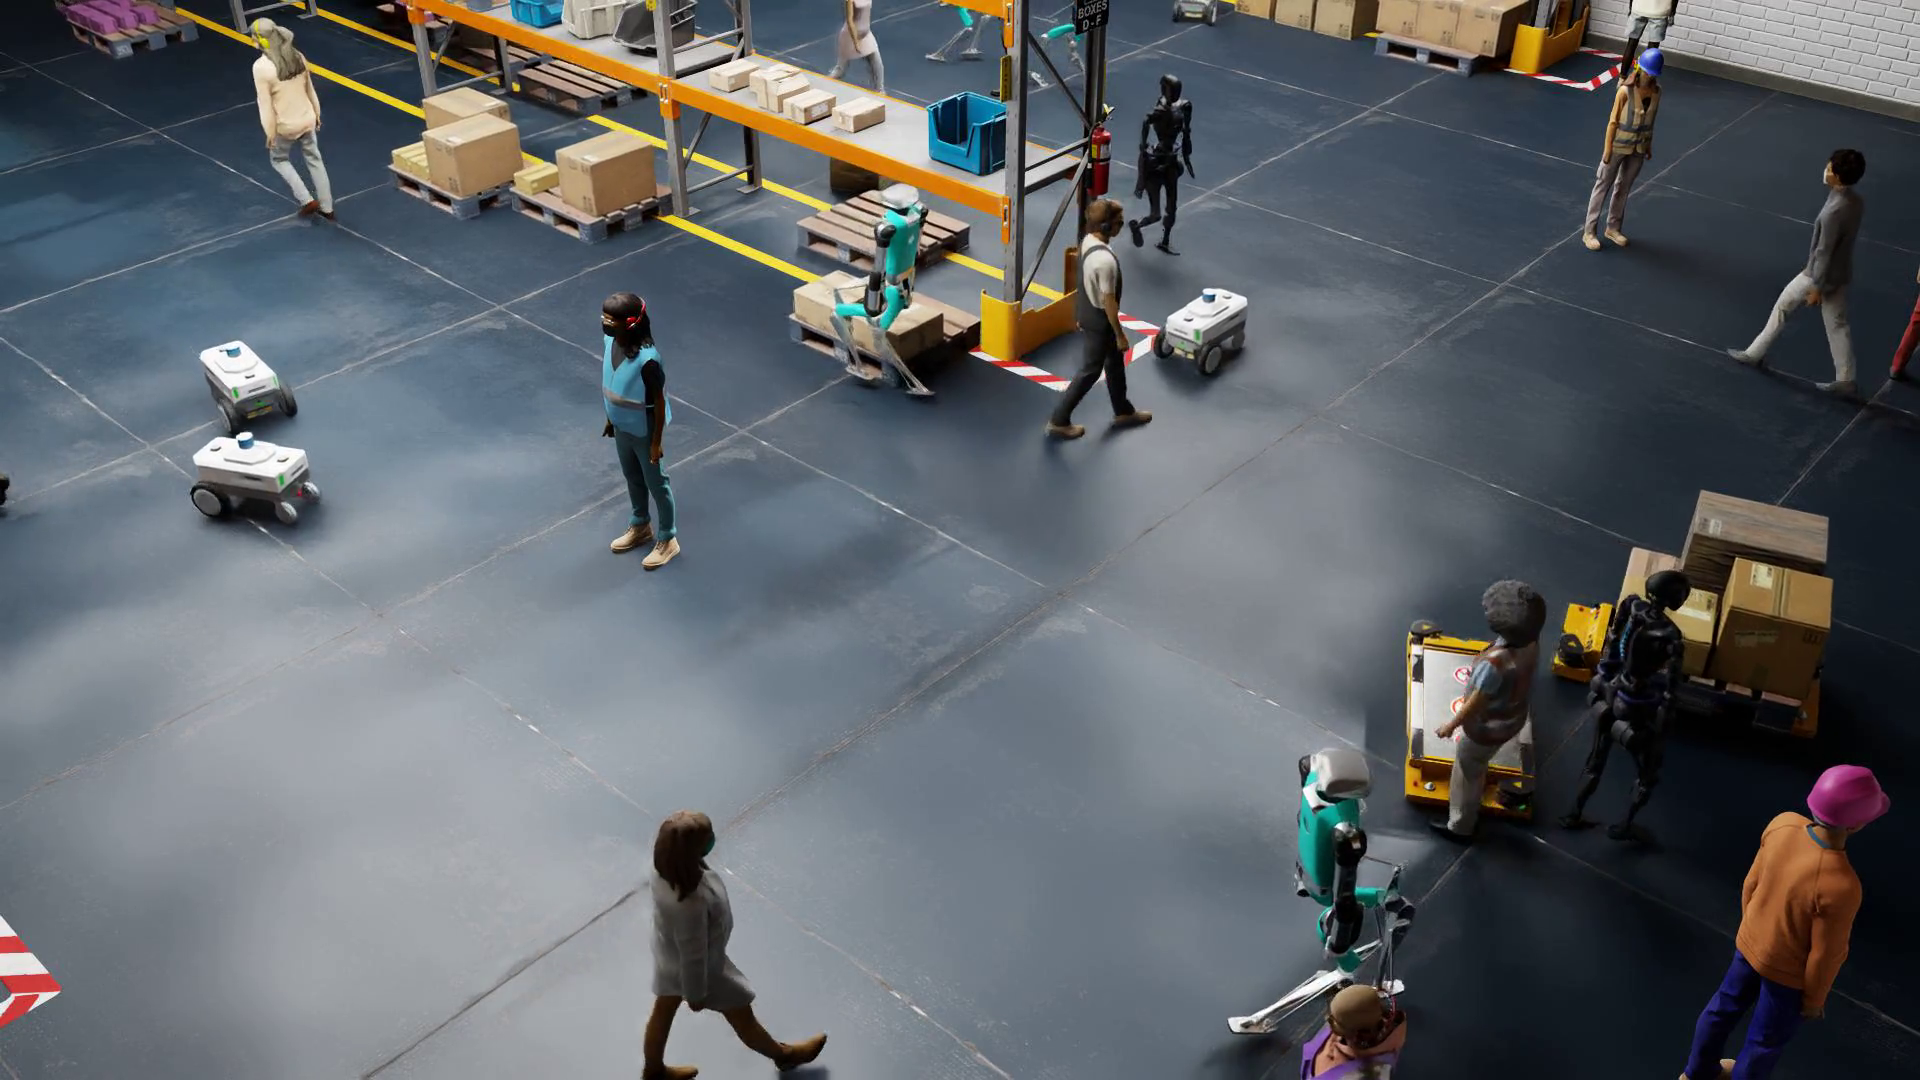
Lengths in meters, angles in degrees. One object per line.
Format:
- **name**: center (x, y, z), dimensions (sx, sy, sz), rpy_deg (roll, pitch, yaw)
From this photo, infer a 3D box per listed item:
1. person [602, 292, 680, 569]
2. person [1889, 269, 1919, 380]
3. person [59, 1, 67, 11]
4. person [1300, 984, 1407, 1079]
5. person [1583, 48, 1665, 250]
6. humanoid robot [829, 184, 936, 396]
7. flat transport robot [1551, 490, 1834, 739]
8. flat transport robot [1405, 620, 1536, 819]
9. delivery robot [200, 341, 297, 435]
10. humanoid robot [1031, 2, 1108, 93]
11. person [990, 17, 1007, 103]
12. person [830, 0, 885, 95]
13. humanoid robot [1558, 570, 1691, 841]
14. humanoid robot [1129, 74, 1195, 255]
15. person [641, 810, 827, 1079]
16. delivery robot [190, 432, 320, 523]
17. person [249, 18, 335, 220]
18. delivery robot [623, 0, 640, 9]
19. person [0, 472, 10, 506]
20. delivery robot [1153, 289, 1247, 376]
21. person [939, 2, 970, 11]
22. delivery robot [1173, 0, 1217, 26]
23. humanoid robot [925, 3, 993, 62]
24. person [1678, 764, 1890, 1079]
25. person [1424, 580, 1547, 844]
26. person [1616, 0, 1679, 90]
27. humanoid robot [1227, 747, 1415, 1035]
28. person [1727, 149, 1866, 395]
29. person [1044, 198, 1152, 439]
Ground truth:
- **person**: center (-2.023, -0.695, 10.413), dimensions (0.518, 1.866, 0.391), rpy_deg (26, 42, 32)
- **person**: center (7.390, -1.960, 12.342), dimensions (0.520, 1.758, 0.346), rpy_deg (26, 43, 33)
- **person**: center (-10.715, -7.102, 19.812), dimensions (0.558, 1.731, 0.483), rpy_deg (-29, 44, -35)
- **person**: center (1.429, 2.269, 6.275), dimensions (0.348, 1.687, 0.485), rpy_deg (1, 35, 1)
- **person**: center (5.775, -3.379, 14.382), dimensions (0.470, 1.771, 0.322), rpy_deg (-10, 36, -14)
- **humanoid robot**: center (-0.646, -1.817, 12.170), dimensions (0.966, 1.749, 0.531), rpy_deg (21, 40, 28)
- **flat transport robot**: center (4.274, 0.722, 9.765), dimensions (1.431, 0.231, 0.659), rpy_deg (15, 37, 20)
- **flat transport robot**: center (2.859, 0.987, 9.381), dimensions (0.659, 0.231, 1.431), rpy_deg (7, 35, 11)
- **delivery robot**: center (-5.274, -1.150, 12.241), dimensions (0.499, 0.614, 0.808), rpy_deg (-26, 42, -32)
- **humanoid robot**: center (1.133, -5.648, 17.745), dimensions (0.996, 1.785, 0.531), rpy_deg (15, 37, 21)
- **person**: center (0.475, -5.517, 17.351), dimensions (0.390, 1.927, 0.539), rpy_deg (-4, 35, -6)
- **person**: center (-1.097, -5.165, 17.116), dimensions (0.736, 1.616, 0.523), rpy_deg (20, 39, 27)
- **humanoid robot**: center (3.378, 0.824, 8.391), dimensions (0.400, 1.653, 0.591), rpy_deg (-8, 35, -12)
- **humanoid robot**: center (1.731, -3.217, 14.234), dimensions (0.611, 1.642, 0.427), rpy_deg (-19, 39, -26)
- **person**: center (-1.043, 1.740, 7.097), dimensions (0.852, 1.619, 0.491), rpy_deg (-16, 38, -21)
- **delivery robot**: center (-4.756, -0.460, 11.197), dimensions (0.738, 0.563, 0.499), rpy_deg (9, 36, 13)
- **person**: center (-5.947, -3.715, 14.788), dimensions (0.474, 1.860, 0.615), rpy_deg (21, 40, 27)
- **delivery robot**: center (-3.881, -6.482, 19.967), dimensions (0.797, 0.614, 0.499), rpy_deg (20, 39, 26)
- **person**: center (-6.823, -0.930, 10.725), dimensions (0.848, 1.893, 0.574), rpy_deg (-8, 36, -12)
- **delivery robot**: center (1.918, -1.682, 12.967), dimensions (0.499, 0.563, 0.738), rpy_deg (27, 43, 33)
- **person**: center (-0.008, -7.298, 20.065), dimensions (0.496, 1.766, 0.321), rpy_deg (26, 42, 32)
- **delivery robot**: center (2.882, -6.532, 20.025), dimensions (0.499, 0.599, 0.784), rpy_deg (12, 36, 16)
- **humanoid robot**: center (0.050, -6.137, 18.410), dimensions (0.907, 1.764, 0.550), rpy_deg (-1, 35, -1)
- **person**: center (3.388, 1.700, 6.837), dimensions (0.373, 1.988, 0.506), rpy_deg (-8, 35, -11)
- **person**: center (2.601, 0.861, 8.331), dimensions (0.464, 1.671, 0.456), rpy_deg (-27, 43, -33)
- **person**: center (7.344, -5.603, 17.669), dimensions (0.538, 1.695, 0.318), rpy_deg (25, 42, 32)
- **humanoid robot**: center (1.763, 1.574, 7.286), dimensions (1.079, 1.750, 0.574), rpy_deg (-5, 35, -8)
- **person**: center (6.416, -1.975, 12.277), dimensions (0.504, 1.834, 0.974), rpy_deg (-21, 40, -28)
- **person**: center (0.987, -1.535, 11.676), dimensions (0.840, 1.814, 0.527), rpy_deg (-5, 35, -7)
